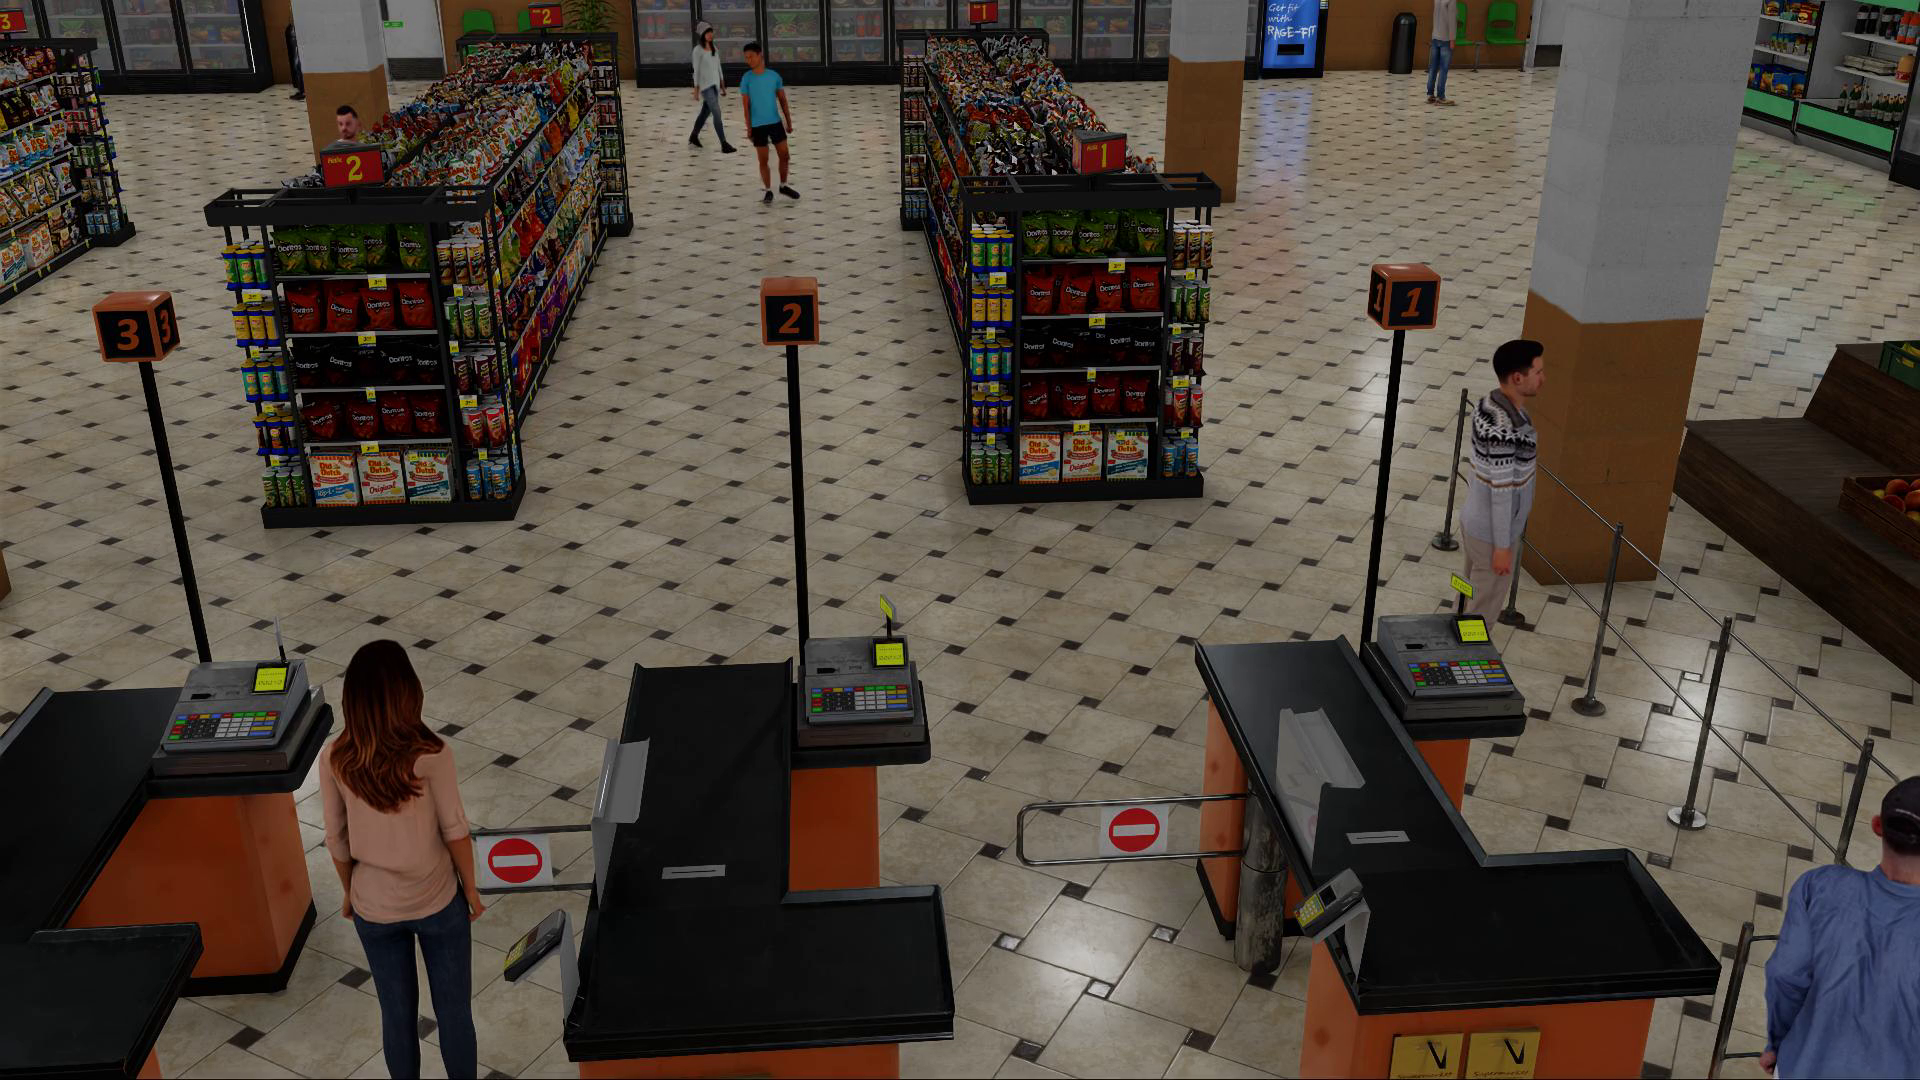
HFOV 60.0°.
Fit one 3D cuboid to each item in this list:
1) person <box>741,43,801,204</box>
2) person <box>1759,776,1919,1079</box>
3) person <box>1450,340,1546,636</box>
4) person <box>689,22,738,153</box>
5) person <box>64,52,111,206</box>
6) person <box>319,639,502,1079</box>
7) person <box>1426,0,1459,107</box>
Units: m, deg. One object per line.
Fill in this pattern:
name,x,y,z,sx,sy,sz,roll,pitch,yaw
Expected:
person,-2.142,-4.600,18.490,0.819,1.738,0.666,-13,27,-27
person,2.394,1.464,4.451,0.804,1.884,0.704,-18,29,-35
person,2.549,-0.071,7.986,0.791,1.861,0.593,3,24,8
person,-3.291,-5.815,21.434,1.098,1.604,1.088,16,29,33
person,-9.296,-4.209,17.543,0.739,1.782,0.879,0,24,1
person,-1.759,1.146,5.296,0.605,1.790,0.532,0,24,-1
person,7.244,-7.500,24.918,0.771,1.898,0.596,-7,25,-16
